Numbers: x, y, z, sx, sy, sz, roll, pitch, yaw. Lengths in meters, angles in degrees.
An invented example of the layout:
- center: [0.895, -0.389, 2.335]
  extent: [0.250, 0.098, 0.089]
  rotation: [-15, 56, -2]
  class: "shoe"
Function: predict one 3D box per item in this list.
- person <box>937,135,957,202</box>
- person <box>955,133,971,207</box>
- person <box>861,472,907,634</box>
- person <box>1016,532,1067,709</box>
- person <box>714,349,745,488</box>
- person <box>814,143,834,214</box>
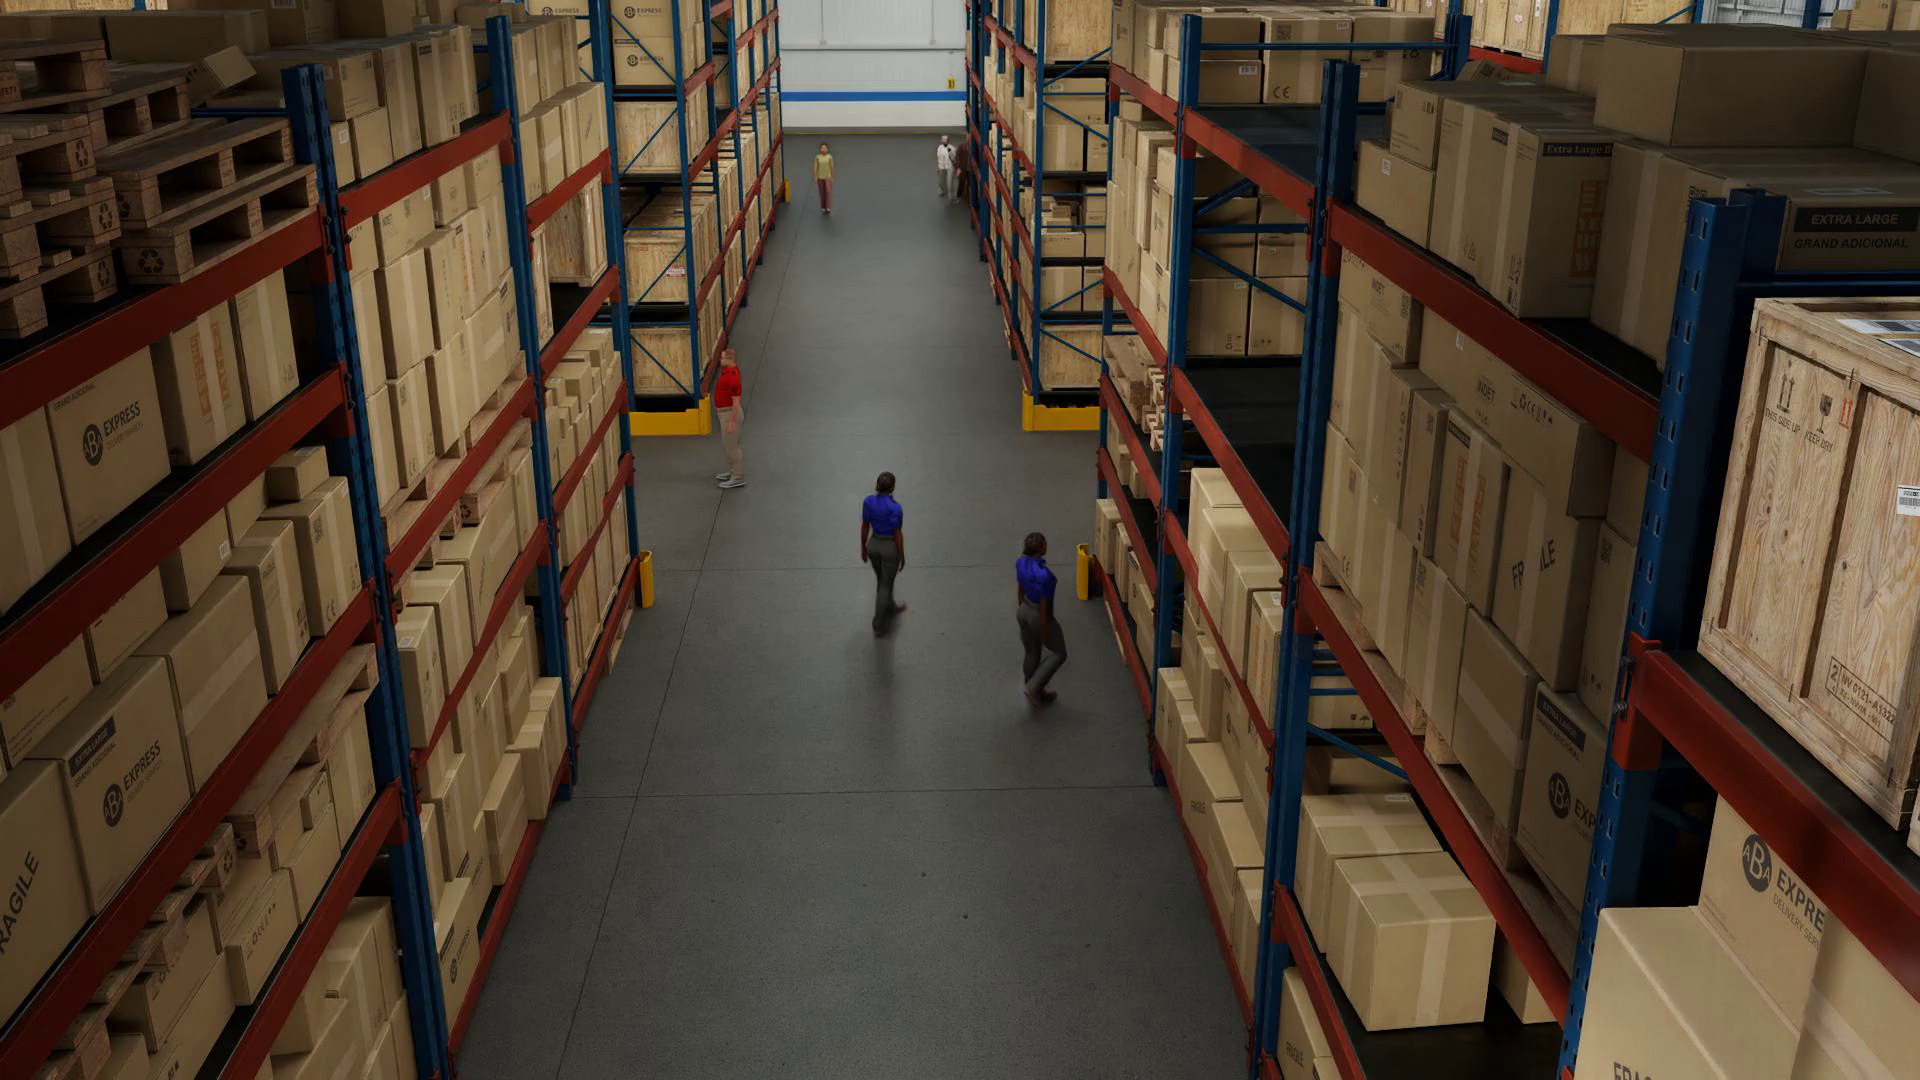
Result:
- center: [-0.342, -9.363, 41.774]
  extent: [0.579, 1.632, 0.775]
  rotation: [7, 22, 18]
  class: "person"
- center: [0.168, -9.085, 40.826]
  extent: [0.619, 1.768, 0.898]
  rotation: [-6, 21, -17]
  class: "person"
- center: [-0.692, 0.076, 16.455]
  extent: [0.472, 1.646, 0.715]
  rotation: [12, 23, 29]
  class: "person"
- center: [0.688, 0.698, 14.769]
  extent: [0.465, 1.652, 0.459]
  rotation: [-14, 25, -33]
  class: "person"
- center: [-2.871, -1.526, 20.639]
  extent: [0.369, 1.730, 0.527]
  rotation: [-4, 21, -10]
  class: "person"
- center: [-3.268, -8.639, 39.767]
  extent: [0.459, 1.637, 0.895]
  rotation: [1, 20, 1]
  class: "person"
